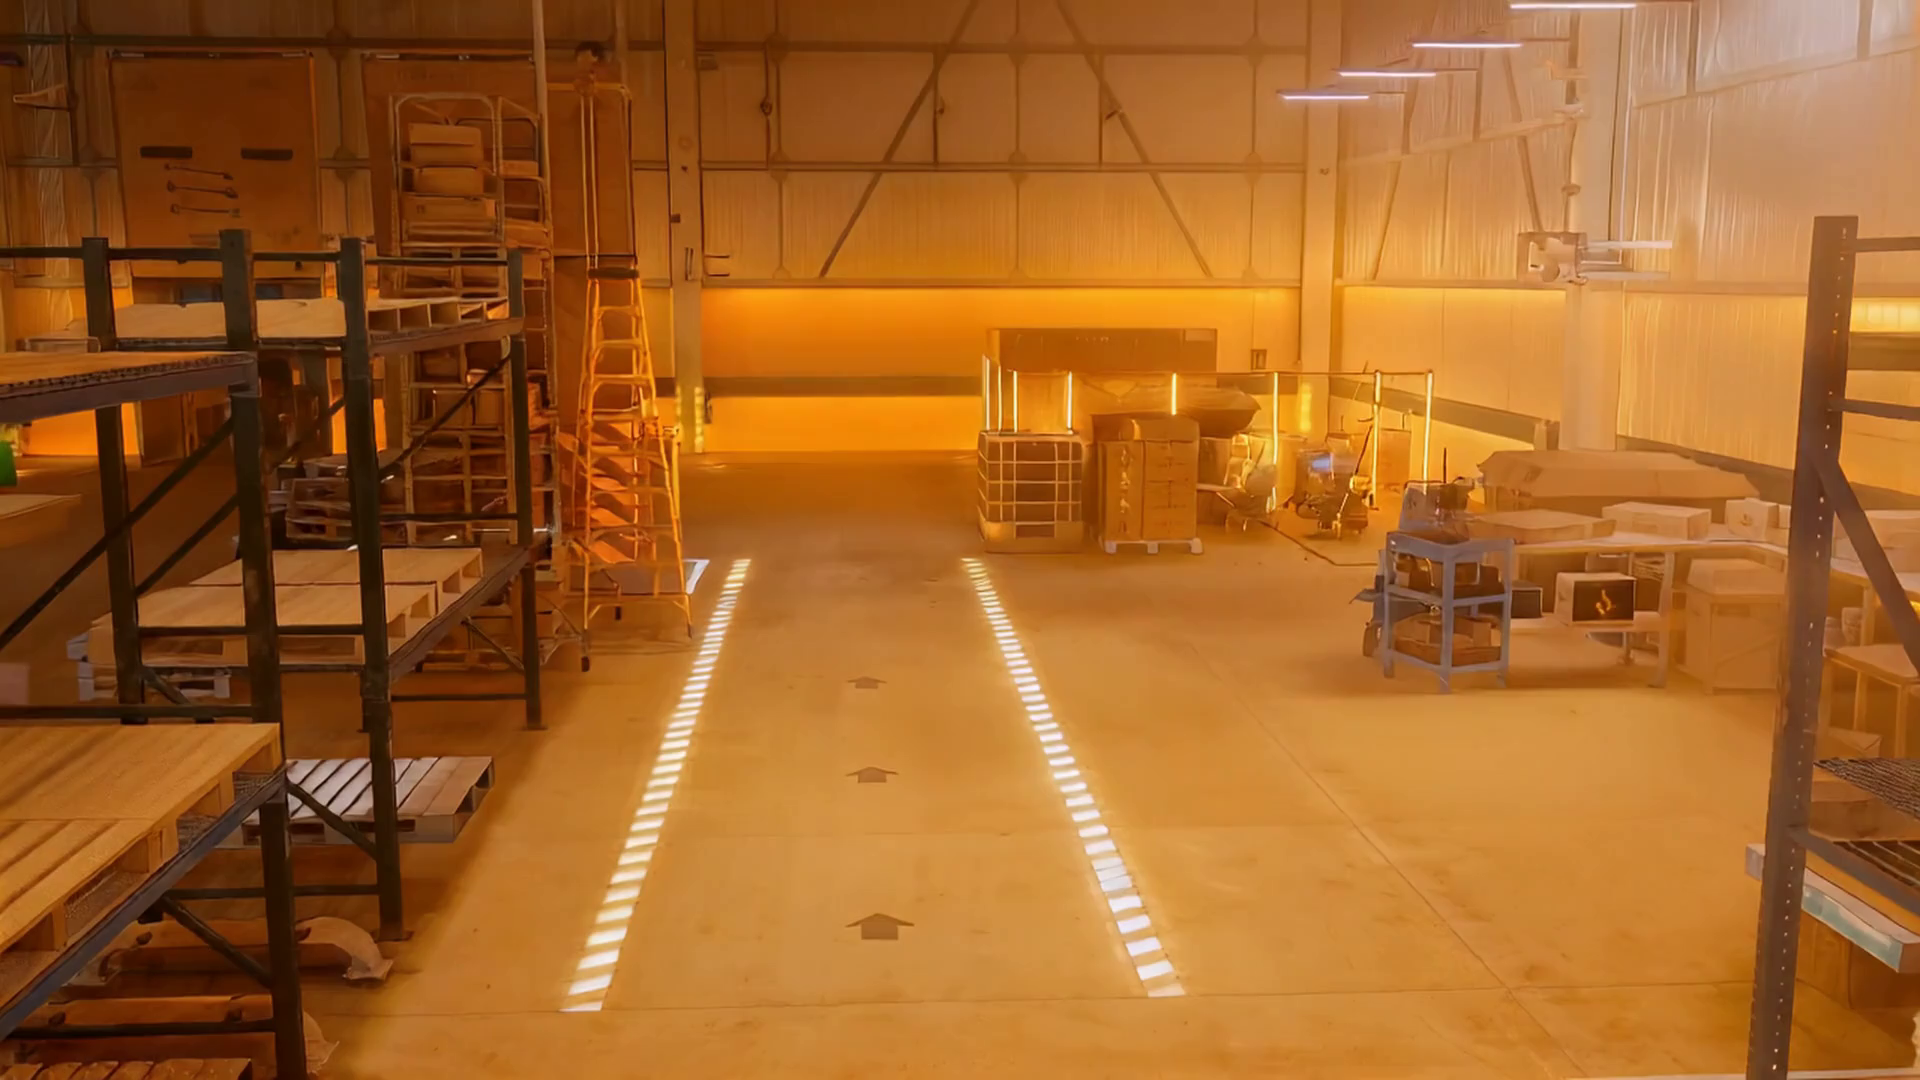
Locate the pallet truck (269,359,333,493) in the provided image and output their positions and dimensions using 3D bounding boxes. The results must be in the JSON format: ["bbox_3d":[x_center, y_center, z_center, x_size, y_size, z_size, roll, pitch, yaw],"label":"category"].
[{"bbox_3d":[-7.062,-1.131,18.996,1.885,1.965,0.823,2,9,13],"label":"pallet truck"}]

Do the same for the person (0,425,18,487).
[{"bbox_3d":[-13.125,-1.676,22.643,0.389,1.930,0.544,-8,12,-42],"label":"person"}]
